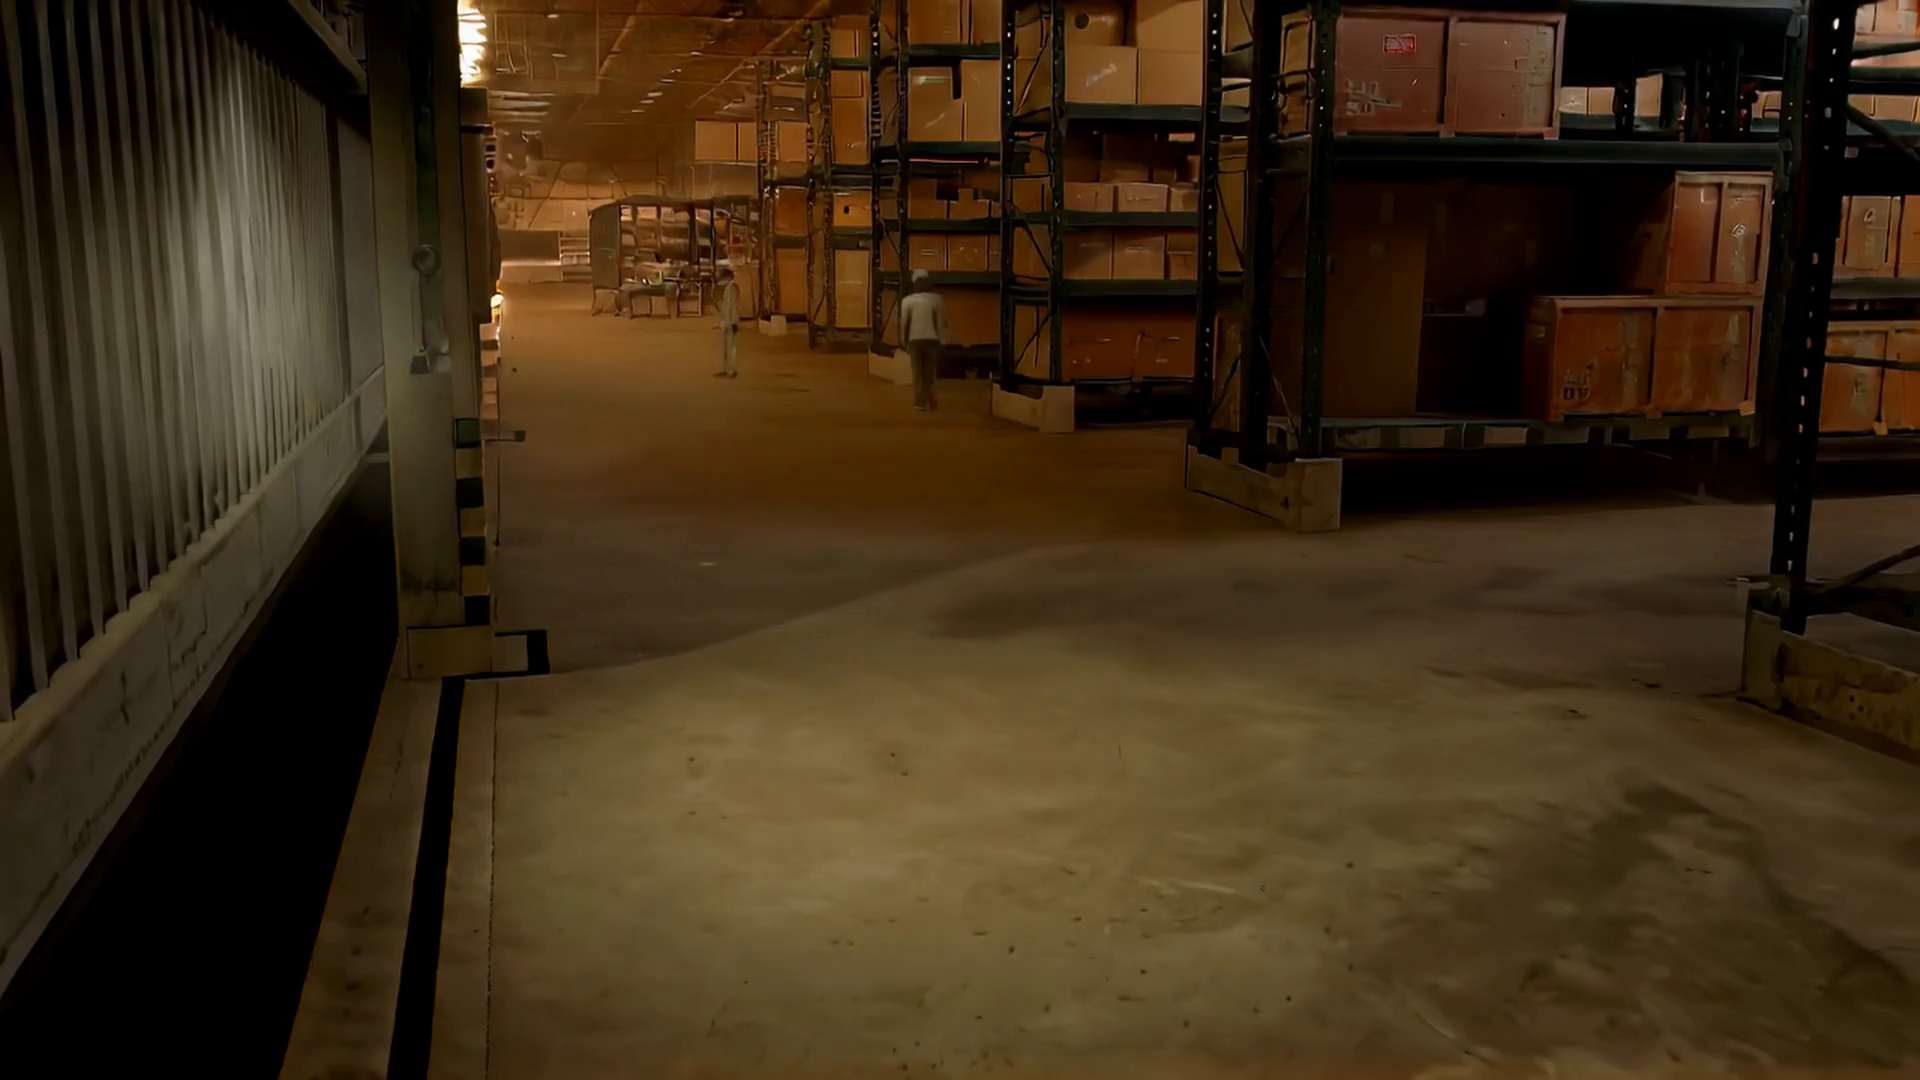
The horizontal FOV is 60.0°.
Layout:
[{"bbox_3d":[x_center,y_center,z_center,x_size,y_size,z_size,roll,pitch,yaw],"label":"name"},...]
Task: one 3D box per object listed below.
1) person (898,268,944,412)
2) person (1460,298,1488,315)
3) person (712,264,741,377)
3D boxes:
[{"bbox_3d":[-0.500,-2.464,20.484,0.554,1.750,0.489,-2,10,-13],"label":"person"},{"bbox_3d":[5.442,-1.991,17.768,0.965,1.770,0.604,-1,10,-8],"label":"person"},{"bbox_3d":[-3.636,-3.397,25.810,0.565,1.748,0.339,9,14,42],"label":"person"}]
